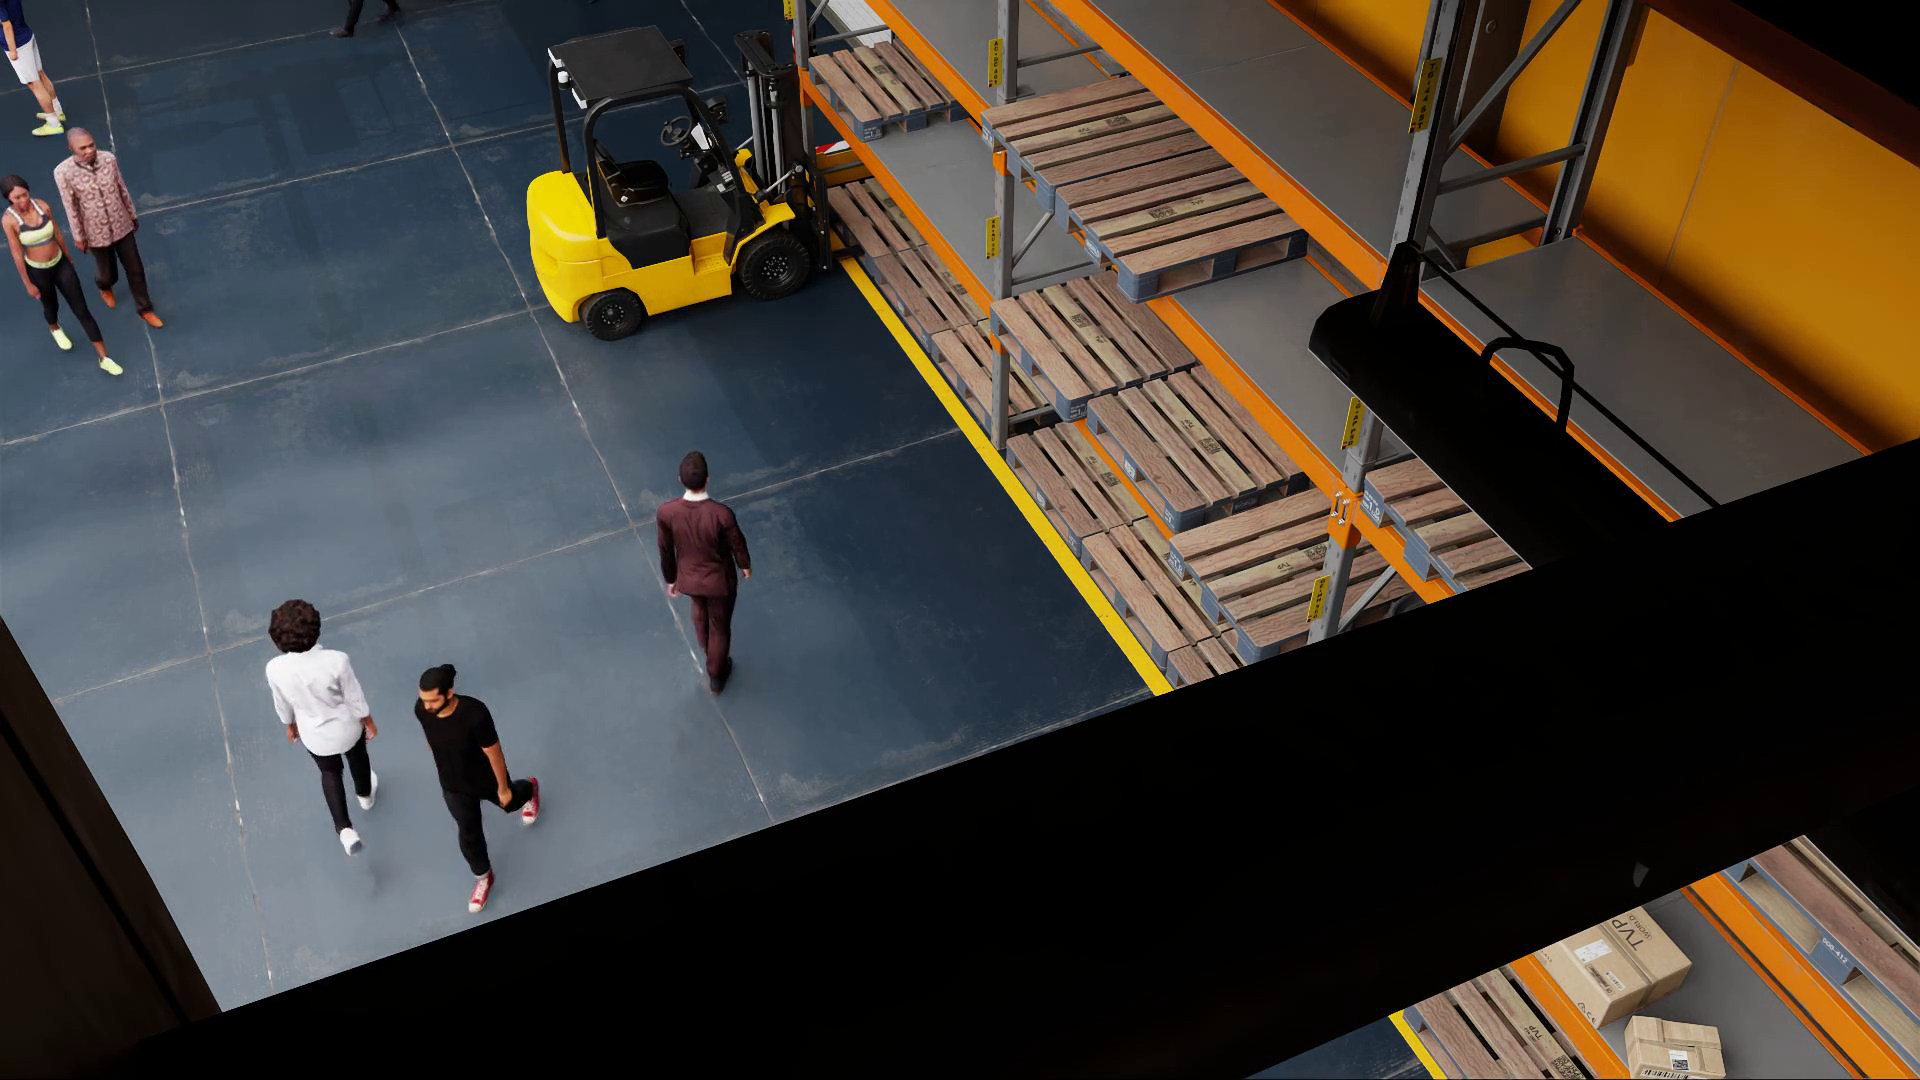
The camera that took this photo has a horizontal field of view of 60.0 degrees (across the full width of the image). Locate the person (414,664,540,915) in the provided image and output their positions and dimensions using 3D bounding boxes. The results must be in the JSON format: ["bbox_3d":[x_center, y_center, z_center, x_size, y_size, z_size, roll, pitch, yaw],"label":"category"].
[{"bbox_3d":[-2.762,1.286,9.580,1.007,1.733,1.162,5,44,6],"label":"person"}]

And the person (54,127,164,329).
[{"bbox_3d":[-7.021,-2.582,13.604,0.919,1.783,1.055,-34,53,-30],"label":"person"}]

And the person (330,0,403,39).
[{"bbox_3d":[-6.267,-6.199,17.458,1.196,1.705,1.012,32,52,29],"label":"person"}]

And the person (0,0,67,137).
[{"bbox_3d":[-8.984,-4.765,15.856,0.734,1.839,0.558,-10,44,-10],"label":"person"}]

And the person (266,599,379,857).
[{"bbox_3d":[-3.680,1.130,9.707,0.787,1.785,1.060,-10,44,-10],"label":"person"}]

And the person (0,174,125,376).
[{"bbox_3d":[-7.277,-2.143,13.198,1.228,1.708,0.925,31,51,28],"label":"person"}]

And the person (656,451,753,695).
[{"bbox_3d":[-1.630,0.278,10.557,0.905,1.846,0.980,8,44,8],"label":"person"}]
